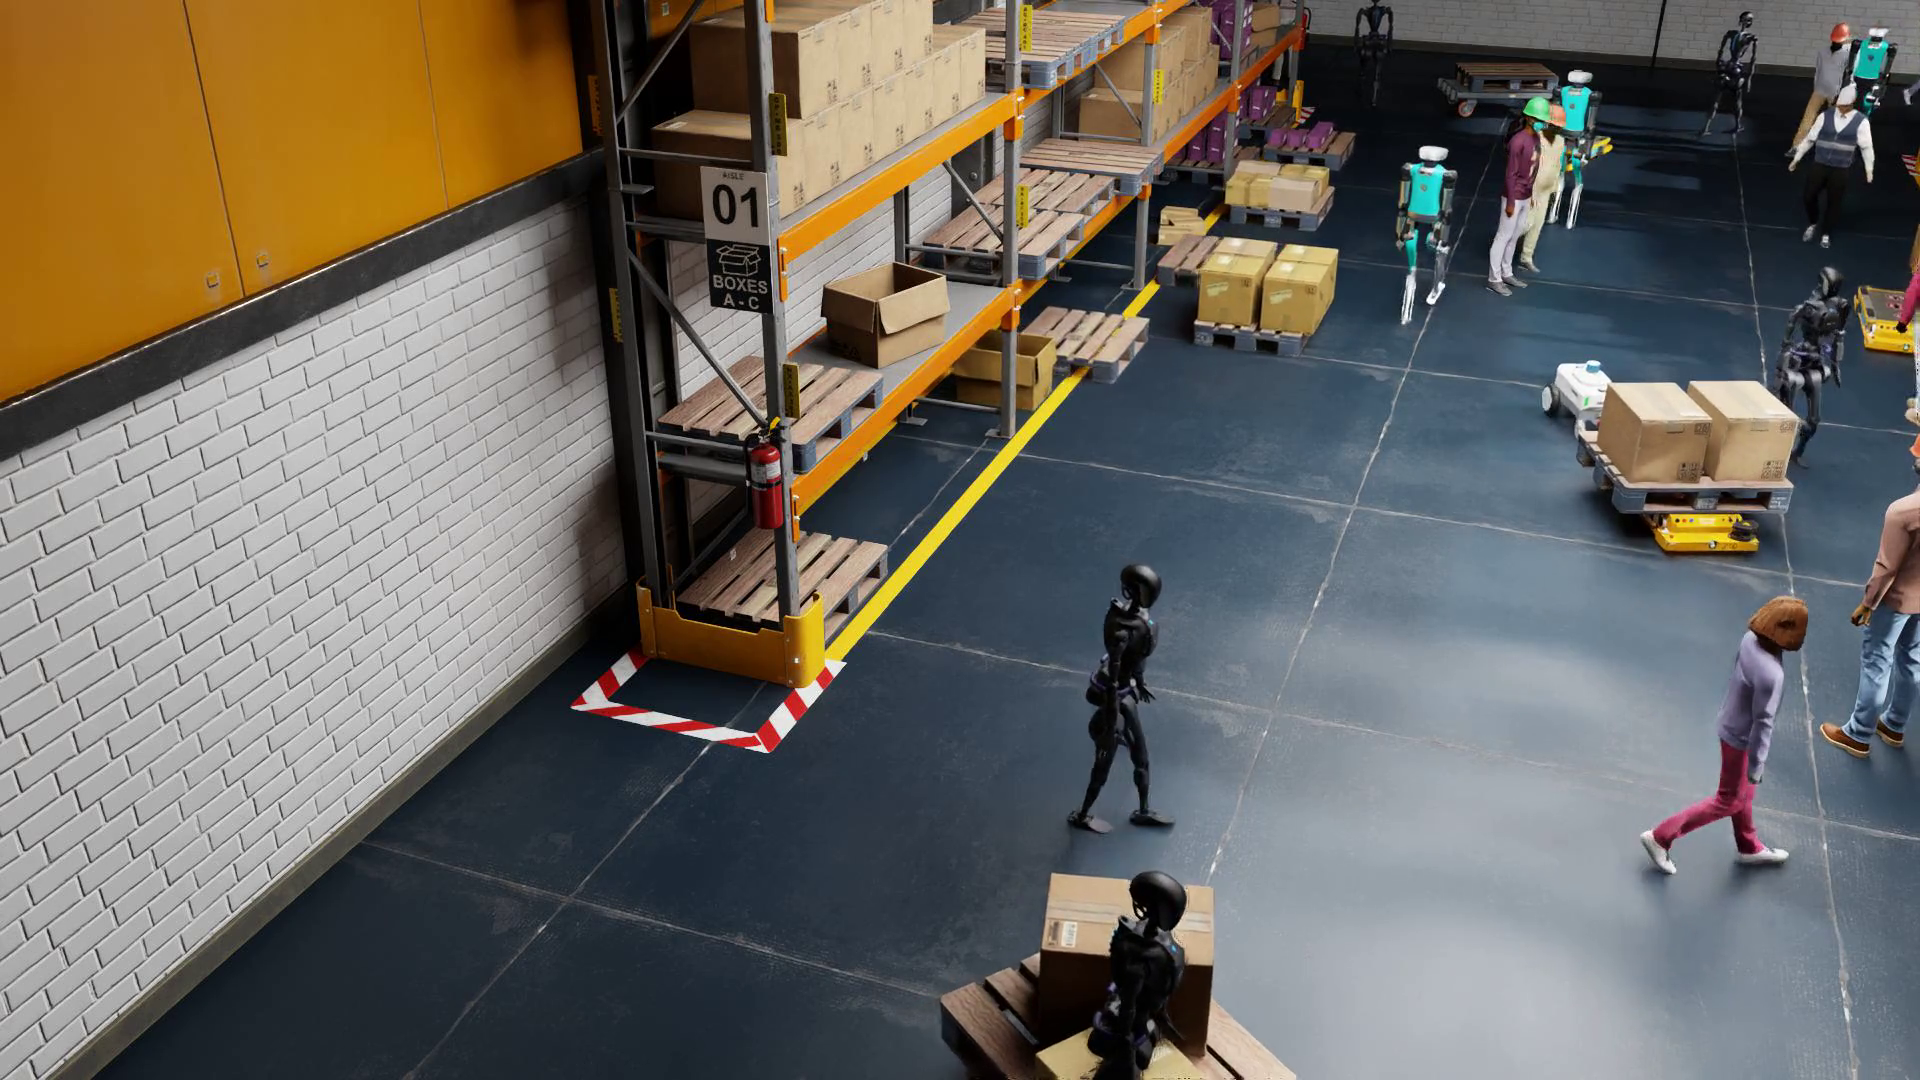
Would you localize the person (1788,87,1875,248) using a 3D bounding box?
[{"bbox_3d":[9.409,-4.016,17.937,0.846,1.734,0.504,19,33,32],"label":"person"}]

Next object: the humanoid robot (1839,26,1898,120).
[{"bbox_3d":[11.494,-5.637,21.182,0.538,1.852,0.841,15,31,27],"label":"humanoid robot"}]

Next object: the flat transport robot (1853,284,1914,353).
[{"bbox_3d":[8.926,-2.092,15.808,0.659,0.231,1.431,10,29,19],"label":"flat transport robot"}]

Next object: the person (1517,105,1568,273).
[{"bbox_3d":[5.949,-3.648,17.225,0.570,1.728,0.492,-13,30,-24],"label":"person"}]

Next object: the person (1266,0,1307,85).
[{"bbox_3d":[4.953,-7.914,25.288,0.627,1.933,0.371,-8,28,-16],"label":"person"}]

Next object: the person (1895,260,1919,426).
[{"bbox_3d":[7.971,-1.840,13.631,0.640,1.815,0.622,-5,28,-9],"label":"person"}]

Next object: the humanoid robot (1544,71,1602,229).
[{"bbox_3d":[6.865,-4.388,18.621,0.530,1.762,0.696,18,32,31],"label":"humanoid robot"}]

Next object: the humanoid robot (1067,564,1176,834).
[{"bbox_3d":[0.856,0.835,8.611,0.551,1.637,0.612,10,29,19],"label":"humanoid robot"}]

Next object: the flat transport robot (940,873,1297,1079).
[{"bbox_3d":[0.596,2.392,7.112,1.431,0.231,0.659,-16,31,-28],"label":"flat transport robot"}]

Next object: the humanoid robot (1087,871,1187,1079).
[{"bbox_3d":[0.634,1.957,6.455,0.405,1.665,0.599,11,29,20],"label":"humanoid robot"}]

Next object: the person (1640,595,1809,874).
[{"bbox_3d":[3.937,0.986,8.365,0.714,1.605,0.533,6,28,12],"label":"person"}]

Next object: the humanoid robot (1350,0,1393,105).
[{"bbox_3d":[6.013,-7.206,24.240,0.597,1.625,0.770,1,27,2],"label":"humanoid robot"}]

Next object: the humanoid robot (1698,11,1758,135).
[{"bbox_3d":[10.434,-6.307,22.497,0.751,1.628,0.601,-16,32,-29],"label":"humanoid robot"}]

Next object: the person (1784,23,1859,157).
[{"bbox_3d":[11.233,-5.808,21.453,0.846,1.699,0.553,-18,32,-30],"label":"person"}]

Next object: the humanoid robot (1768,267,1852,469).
[{"bbox_3d":[6.512,-1.327,12.795,0.609,1.640,0.364,-7,28,-13],"label":"humanoid robot"}]

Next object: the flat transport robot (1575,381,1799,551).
[{"bbox_3d":[5.313,-0.315,12.362,0.659,0.231,1.431,0,27,0],"label":"flat transport robot"}]

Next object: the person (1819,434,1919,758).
[{"bbox_3d":[5.271,0.293,9.303,0.618,1.990,0.392,-9,29,-18],"label":"person"}]

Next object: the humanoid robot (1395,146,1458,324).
[{"bbox_3d":[4.543,-2.980,15.996,0.546,1.773,1.022,16,31,29],"label":"humanoid robot"}]

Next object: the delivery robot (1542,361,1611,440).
[{"bbox_3d":[5.183,-1.190,13.747,0.499,0.595,0.792,-1,27,-1],"label":"delivery robot"}]

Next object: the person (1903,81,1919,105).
[{"bbox_3d":[14.047,-7.014,23.893,0.659,1.599,0.517,4,27,7],"label":"person"}]

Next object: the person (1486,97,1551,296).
[{"bbox_3d":[5.567,-3.441,16.598,0.429,1.946,0.488,24,36,38],"label":"person"}]

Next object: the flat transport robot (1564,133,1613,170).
[{"bbox_3d":[7.885,-5.063,21.572,0.659,0.231,1.431,21,34,35],"label":"flat transport robot"}]
